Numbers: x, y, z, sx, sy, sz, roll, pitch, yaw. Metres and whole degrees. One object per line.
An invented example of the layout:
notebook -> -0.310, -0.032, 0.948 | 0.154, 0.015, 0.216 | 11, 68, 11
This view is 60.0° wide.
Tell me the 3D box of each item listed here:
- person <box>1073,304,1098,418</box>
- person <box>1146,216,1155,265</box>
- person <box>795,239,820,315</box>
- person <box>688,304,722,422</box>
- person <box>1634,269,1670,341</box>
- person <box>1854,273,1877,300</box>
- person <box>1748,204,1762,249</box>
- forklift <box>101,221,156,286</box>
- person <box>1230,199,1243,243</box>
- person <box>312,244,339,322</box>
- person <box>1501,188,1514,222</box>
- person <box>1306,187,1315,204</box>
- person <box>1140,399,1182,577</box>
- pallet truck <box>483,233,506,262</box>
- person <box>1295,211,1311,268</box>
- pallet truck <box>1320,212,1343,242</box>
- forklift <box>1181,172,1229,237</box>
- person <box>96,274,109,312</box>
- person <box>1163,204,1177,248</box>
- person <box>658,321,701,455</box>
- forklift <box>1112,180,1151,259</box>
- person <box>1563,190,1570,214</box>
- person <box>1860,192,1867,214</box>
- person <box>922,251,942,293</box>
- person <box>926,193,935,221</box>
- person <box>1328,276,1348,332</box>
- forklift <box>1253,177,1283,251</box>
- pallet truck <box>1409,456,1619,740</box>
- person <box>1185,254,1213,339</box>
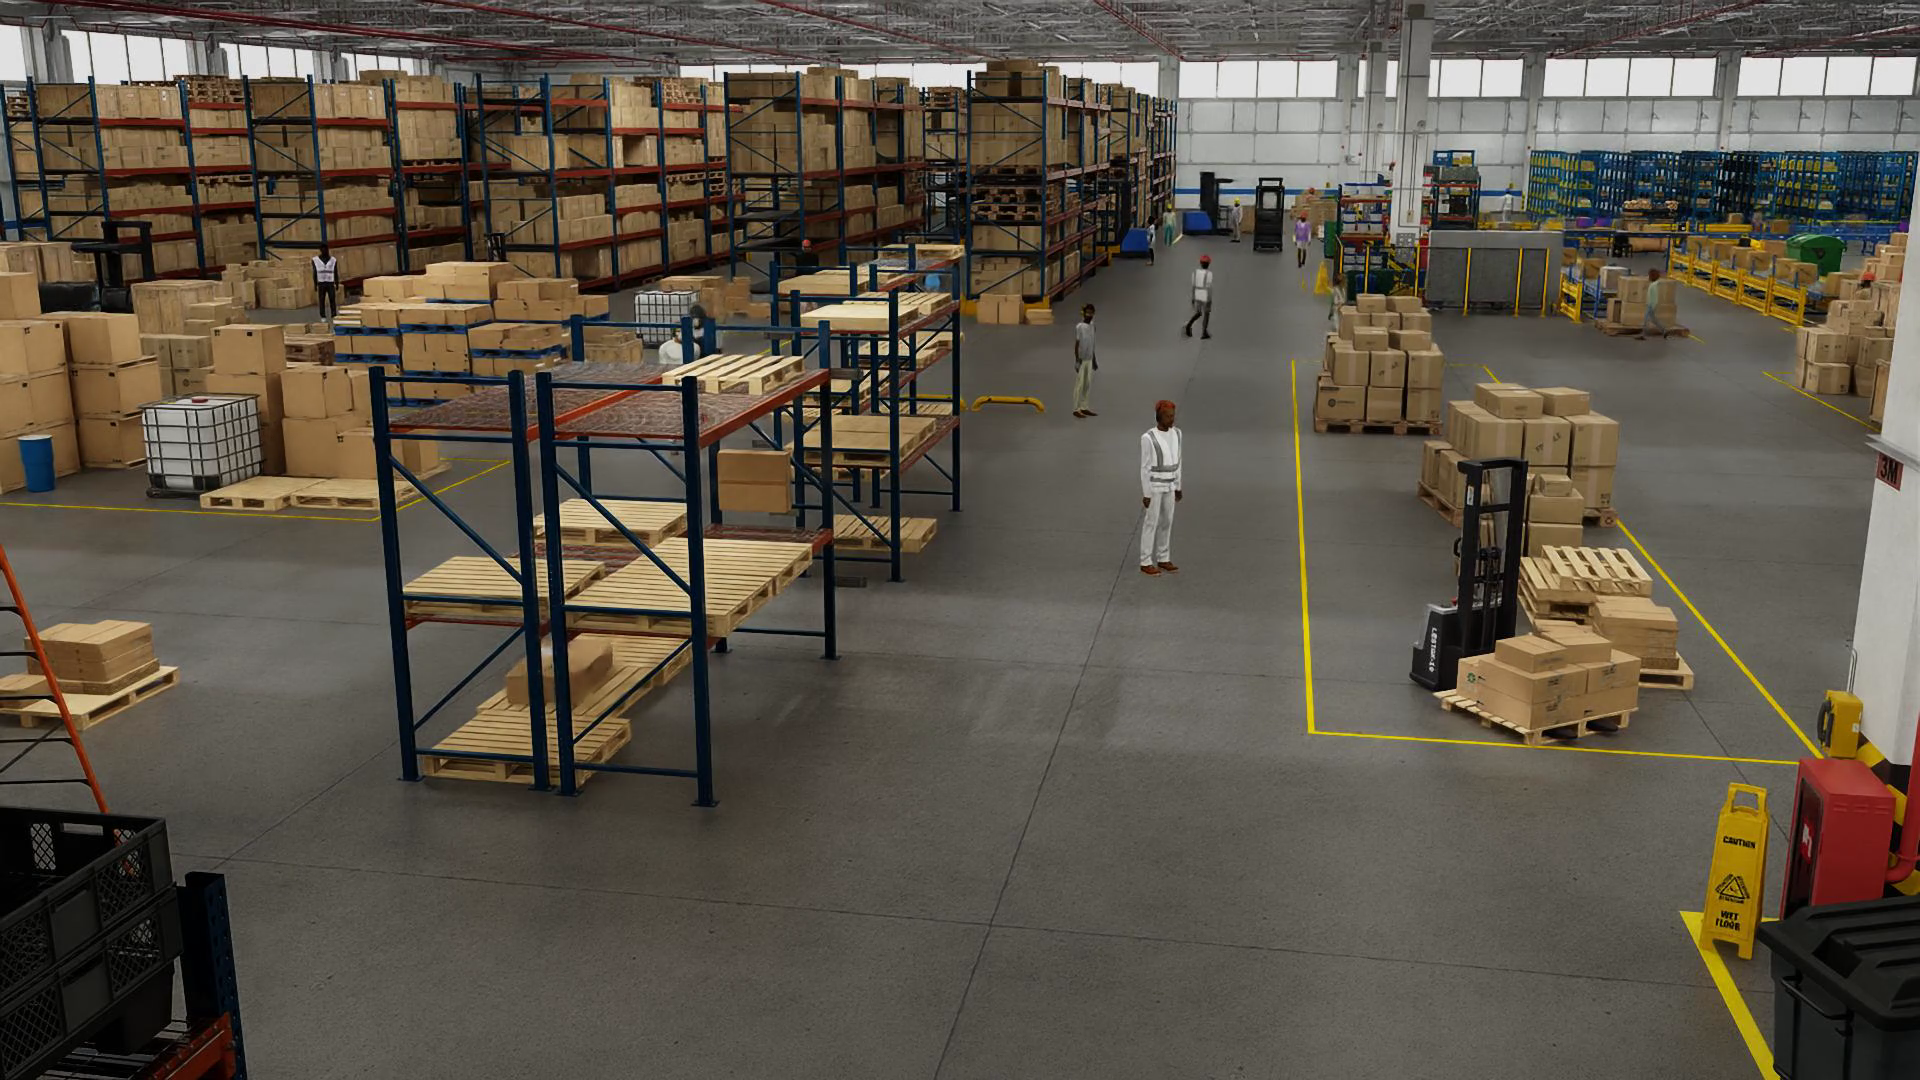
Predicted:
person -> 2.071, -2.935, 27.228 | 0.335, 1.858, 0.519 | 13, 19, 42
person -> 6.650, -10.425, 57.965 | 0.315, 1.695, 0.541 | 2, 14, 7
person -> -3.758, -6.400, 41.009 | 0.608, 1.996, 0.381 | -4, 14, -16
person -> -4.019, -2.691, 25.858 | 0.688, 2.000, 0.740 | 4, 14, 17
person -> 15.484, -5.230, 37.041 | 0.687, 1.613, 0.512 | 4, 14, 17
person -> 17.631, -4.246, 32.483 | 0.610, 1.904, 0.408 | -3, 14, -12
person -> 31.593, -12.434, 66.016 | 0.451, 1.748, 0.540 | -1, 14, -2
forklift -> -16.772, -5.071, 33.793 | 1.129, 2.768, 1.873 | 3, 14, 10
person -> 11.592, -13.379, 69.696 | 0.403, 1.825, 0.586 | -6, 15, -23
person -> -15.554, -6.308, 40.820 | 0.587, 1.911, 0.397 | -7, 16, -28
person -> 25.978, -15.729, 78.991 | 0.608, 1.943, 0.402 | -2, 14, -10
person -> 16.510, -15.604, 78.376 | 0.387, 1.996, 0.611 | -2, 14, -8
person -> 2.116, -0.547, 17.502 | 0.568, 1.878, 0.351 | -13, 19, -41
pallet truck -> -11.832, -7.026, 43.548 | 1.885, 1.965, 0.823 | 8, 16, 28
person -> 11.777, -10.336, 57.165 | 0.544, 1.919, 0.641 | 4, 14, 15
pallet truck -> 15.874, -13.227, 70.310 | 0.680, 1.201, 1.601 | 10, 17, 35
forklift -> 10.876, -14.879, 73.612 | 1.873, 2.768, 1.129 | -3, 14, -13
person -> -18.421, -4.952, 35.956 | 0.847, 1.595, 0.529 | 0, 14, 1
person -> 8.360, -12.506, 66.308 | 0.540, 1.748, 0.570 | 1, 14, 4
person -> -4.032, -2.203, 24.088 | 0.629, 1.940, 0.373 | -7, 16, -28
forklift -> 6.082, -11.722, 60.796 | 1.873, 2.768, 1.129 | 2, 14, 9
person -> 29.388, -16.147, 80.989 | 0.787, 1.809, 0.602 | 1, 14, 2
person -> 43.067, -15.813, 79.564 | 0.575, 1.830, 0.588 | 4, 14, 17
person -> -0.708, -6.385, 41.581 | 0.563, 1.673, 0.373 | -7, 15, -26
person -> -1.568, -16.845, 83.659 | 0.549, 1.883, 1.022 | 2, 14, 10
person -> 8.055, -4.747, 35.042 | 0.633, 1.617, 0.545 | 13, 19, 42
forklift -> 12.083, -12.747, 64.956 | 1.129, 2.768, 1.873 | 3, 14, 10
pallet truck -> 4.504, 0.400, 13.395 | 0.823, 1.965, 1.885 | -6, 15, -23
person -> 5.395, -5.449, 37.328 | 0.627, 1.916, 0.545 | -12, 18, -40
